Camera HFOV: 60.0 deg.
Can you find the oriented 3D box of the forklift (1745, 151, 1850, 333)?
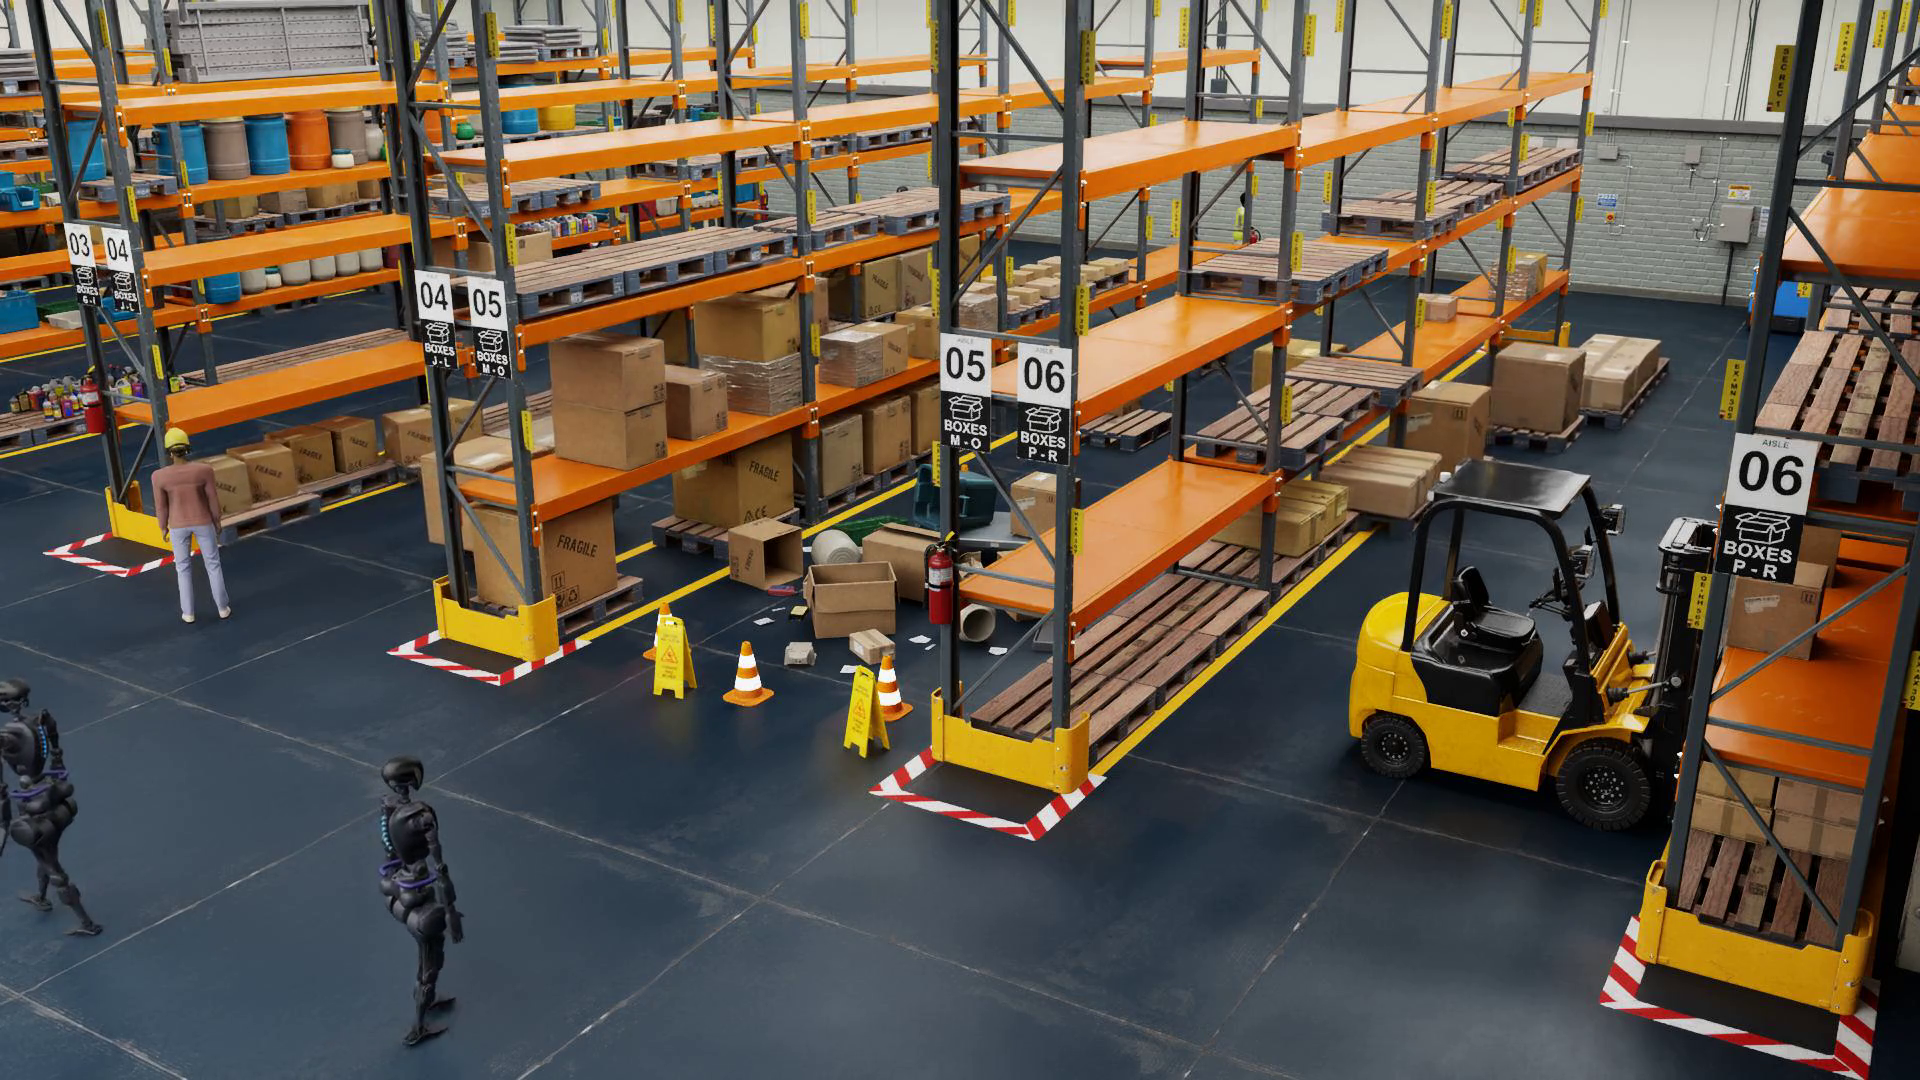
[{"bbox_3d":[13.620,-4.667,26.137,1.873,2.768,1.129,11,22,29],"label":"forklift"}]

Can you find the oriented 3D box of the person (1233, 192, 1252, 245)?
[{"bbox_3d":[5.155,-5.510,30.372,0.321,1.686,0.537,-2,19,-4],"label":"person"}]

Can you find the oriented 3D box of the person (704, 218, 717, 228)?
[{"bbox_3d":[-5.234,-7.064,34.870,0.489,1.688,0.349,-6,20,-17],"label":"person"}]

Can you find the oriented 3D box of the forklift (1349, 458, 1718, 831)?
[{"bbox_3d":[3.988,0.658,11.776,2.313,2.155,1.214,11,22,29],"label":"forklift"}]

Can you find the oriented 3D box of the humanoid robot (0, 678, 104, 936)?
[{"bbox_3d":[-5.545,1.589,9.908,0.715,1.630,0.601,4,19,11],"label":"humanoid robot"}]

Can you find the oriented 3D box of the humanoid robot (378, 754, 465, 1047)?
[{"bbox_3d":[-2.914,1.908,8.944,0.599,1.646,0.426,16,25,38],"label":"humanoid robot"}]

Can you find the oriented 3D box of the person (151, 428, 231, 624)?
[{"bbox_3d":[-6.809,-0.132,14.722,0.522,1.760,0.339,-8,21,-22],"label":"person"}]

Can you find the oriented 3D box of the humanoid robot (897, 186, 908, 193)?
[{"bbox_3d":[-1.056,-5.810,31.236,0.315,1.657,0.599,-2,19,-7],"label":"humanoid robot"}]
